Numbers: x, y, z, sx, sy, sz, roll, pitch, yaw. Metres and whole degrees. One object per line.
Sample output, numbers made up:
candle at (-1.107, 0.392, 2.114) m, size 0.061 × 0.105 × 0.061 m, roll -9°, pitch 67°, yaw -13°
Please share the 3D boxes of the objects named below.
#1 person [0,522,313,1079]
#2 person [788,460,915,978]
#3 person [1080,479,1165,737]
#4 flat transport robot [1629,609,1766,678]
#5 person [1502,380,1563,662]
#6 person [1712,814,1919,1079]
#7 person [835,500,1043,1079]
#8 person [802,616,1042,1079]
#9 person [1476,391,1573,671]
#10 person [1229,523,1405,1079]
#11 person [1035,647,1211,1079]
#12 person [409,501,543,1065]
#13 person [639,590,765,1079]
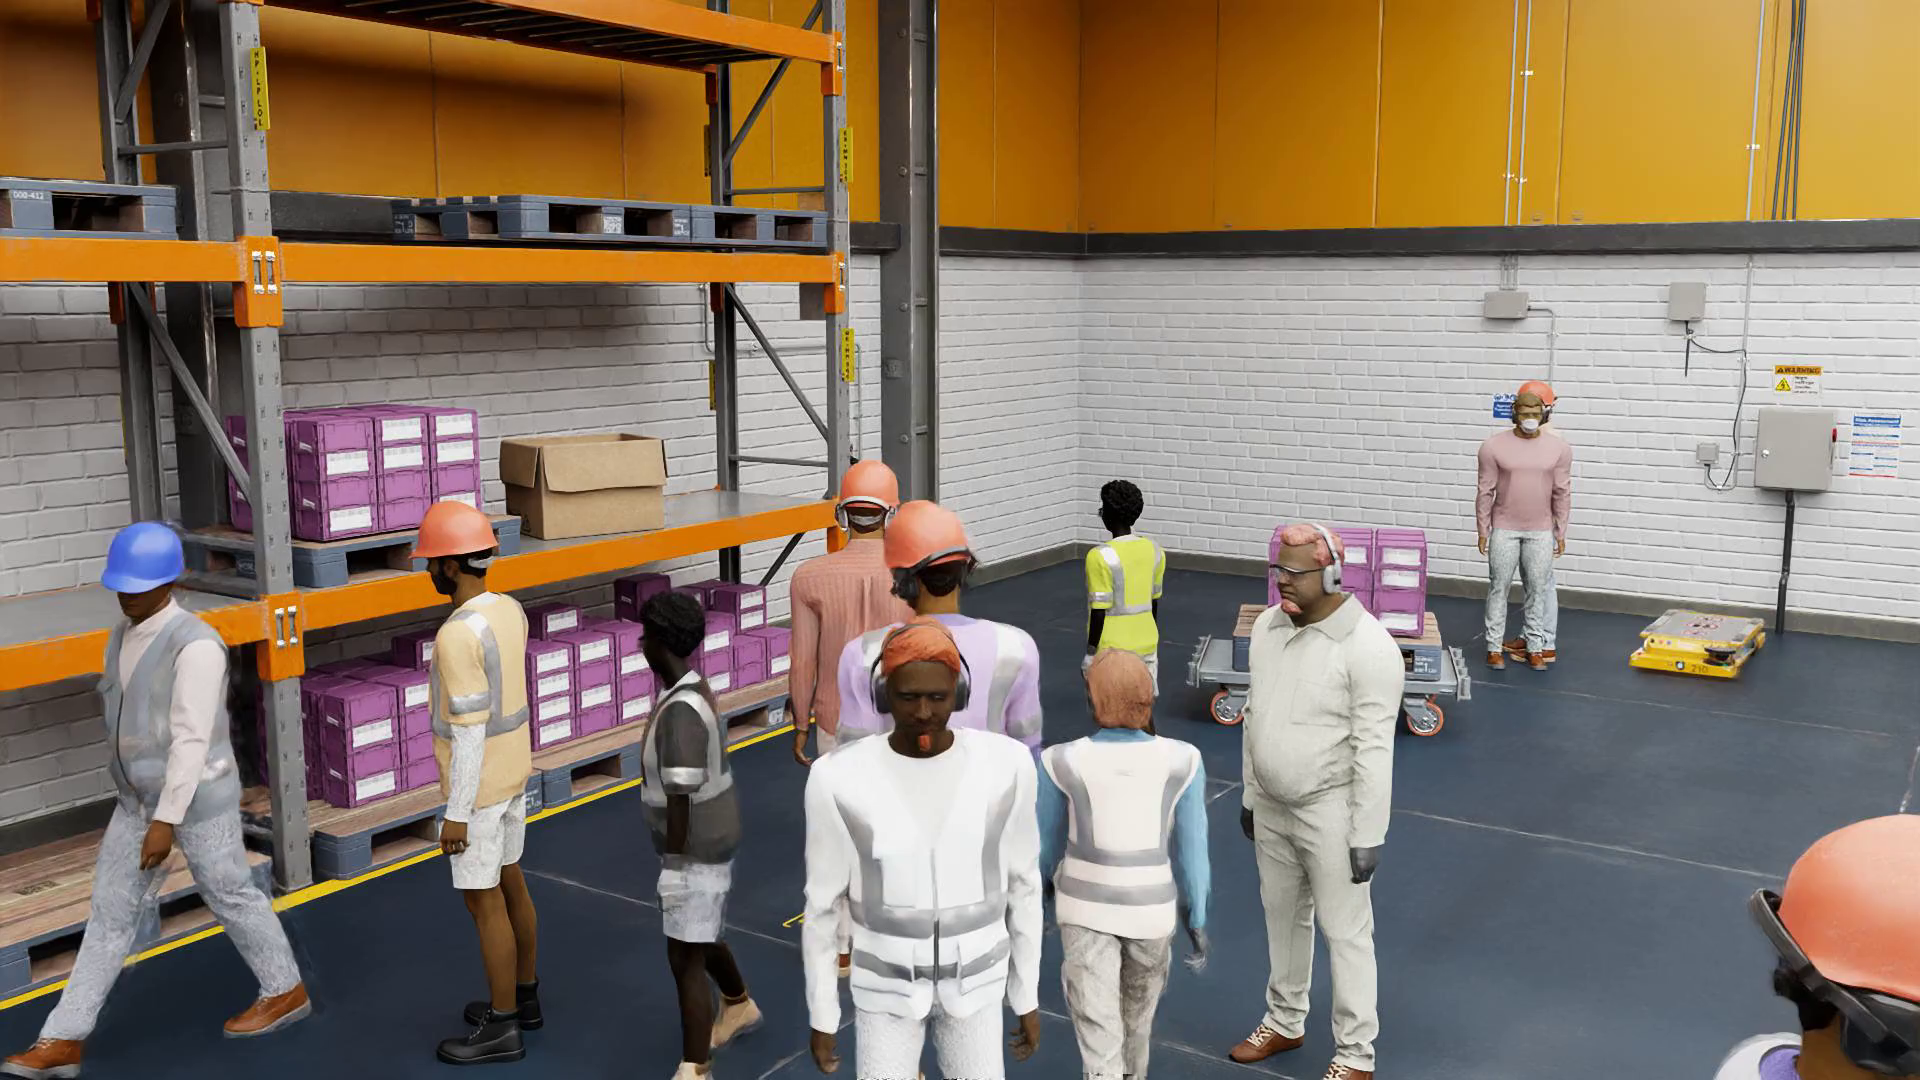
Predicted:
person at (-2.696, 0.869, 5.610) m, size 0.603 × 1.888 × 0.987 m, roll 5°, pitch 10°, yaw 32°
person at (-0.346, 0.686, 6.408) m, size 0.623 × 1.992 × 0.396 m, roll -1°, pitch 9°, yaw -4°
person at (0.802, 0.544, 8.292) m, size 0.540 × 1.695 × 0.317 m, roll -8°, pitch 12°, yaw -44°
flat transport robot at (5.257, 0.715, 11.802) m, size 0.652 × 0.197 × 1.431 m, roll 6°, pitch 11°, yaw 33°
person at (4.060, -0.134, 11.776) m, size 0.406 × 1.985 × 0.619 m, roll 1°, pitch 9°, yaw 4°
person at (1.085, 1.329, 2.082) m, size 0.395 × 2.038 × 0.614 m, roll 2°, pitch 9°, yaw 16°
person at (-0.043, 0.889, 5.009) m, size 0.669 × 2.031 × 0.455 m, roll -1°, pitch 9°, yaw -7°
person at (-0.095, 1.107, 4.059) m, size 0.589 × 1.877 × 0.361 m, roll -1°, pitch 9°, yaw -8°
person at (3.873, -0.061, 11.467) m, size 0.626 × 1.933 × 0.372 m, roll 1°, pitch 9°, yaw 10°
person at (1.141, 0.882, 5.471) m, size 0.395 × 1.898 × 0.641 m, roll -5°, pitch 10°, yaw -32°
person at (0.460, 1.108, 4.970) m, size 0.528 × 1.592 × 0.868 m, roll -1°, pitch 9°, yaw -4°
person at (-1.668, 0.825, 5.696) m, size 0.377 × 1.932 × 0.551 m, roll 1°, pitch 9°, yaw 3°
person at (-0.849, 0.998, 5.425) m, size 0.457 × 1.676 × 0.619 m, roll -2°, pitch 9°, yaw -12°
